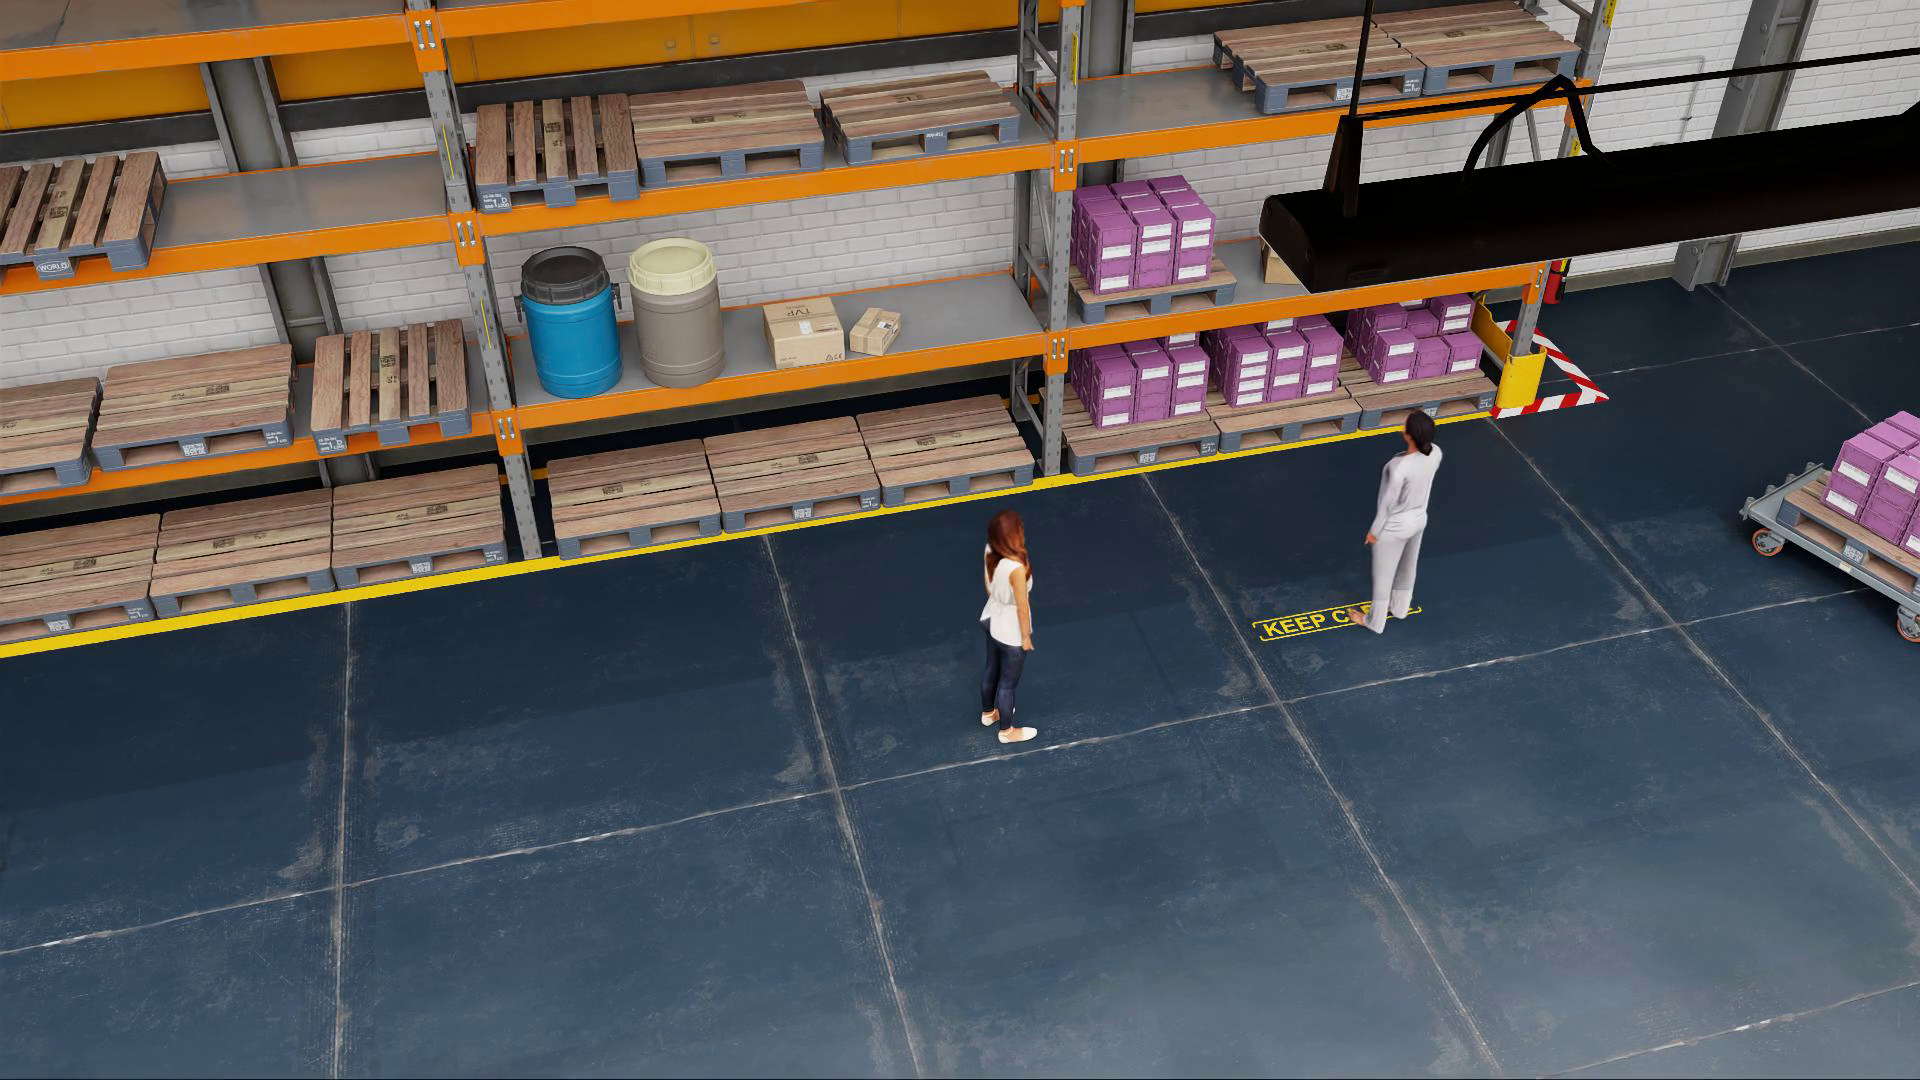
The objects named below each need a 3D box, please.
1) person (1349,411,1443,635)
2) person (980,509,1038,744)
[{"bbox_3d":[2.965,-0.124,11.170,0.621,1.737,0.761,-26,45,-29],"label":"person"},{"bbox_3d":[0.272,0.532,10.309,0.603,1.786,0.641,-19,42,-22],"label":"person"}]
